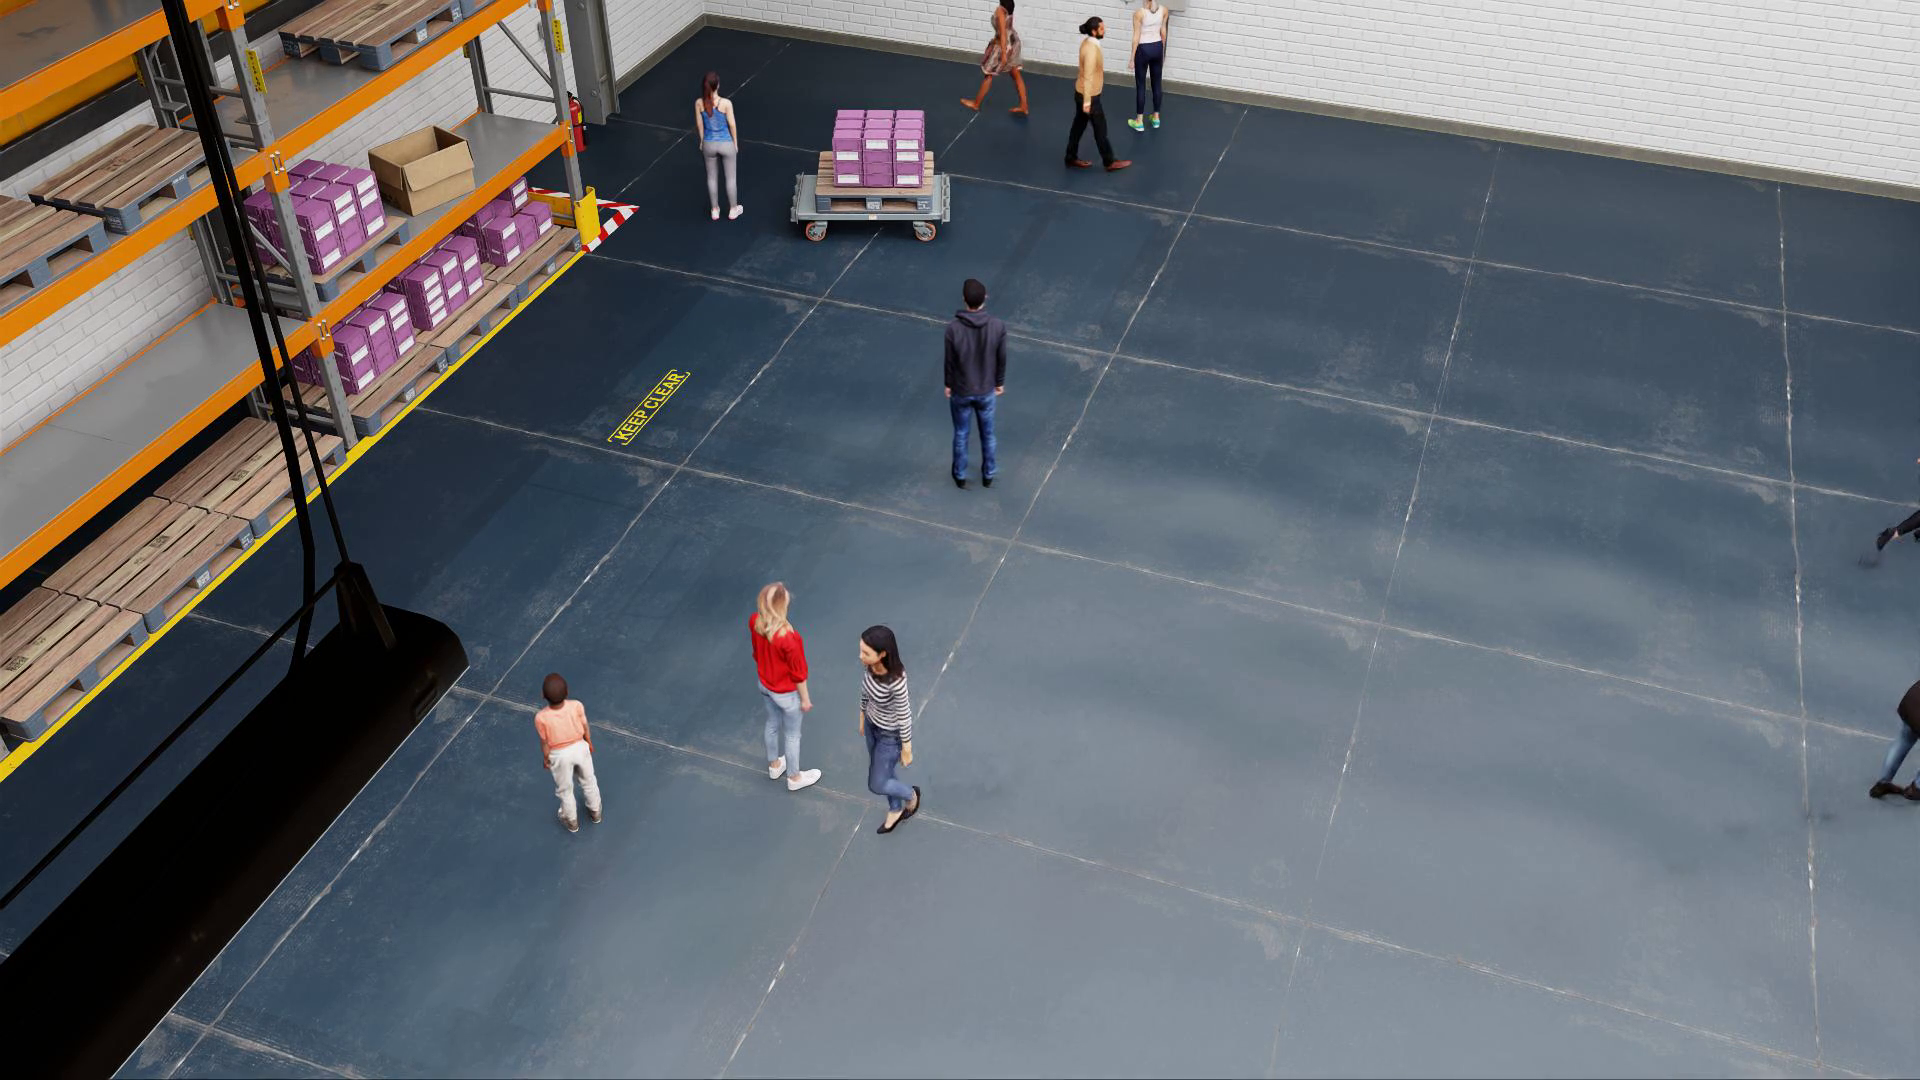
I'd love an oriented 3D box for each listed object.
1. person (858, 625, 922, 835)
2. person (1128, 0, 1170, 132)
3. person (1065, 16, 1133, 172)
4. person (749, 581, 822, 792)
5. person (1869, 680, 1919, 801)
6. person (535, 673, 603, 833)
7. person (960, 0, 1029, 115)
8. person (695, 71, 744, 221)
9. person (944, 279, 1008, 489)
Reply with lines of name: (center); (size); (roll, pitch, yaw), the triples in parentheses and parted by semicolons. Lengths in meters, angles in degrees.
person: (-0.387, 1.208, 10.529); (0.835, 1.776, 0.777); (-22, 44, -25)
person: (2.160, -5.544, 19.044); (0.685, 1.701, 0.729); (-13, 41, -16)
person: (1.328, -4.846, 18.144); (0.942, 1.734, 1.011); (0, 39, 0)
person: (-1.174, 0.959, 10.898); (0.679, 1.706, 0.642); (30, 47, 32)
person: (6.258, 1.104, 10.781); (0.828, 1.624, 0.764); (-12, 40, -15)
person: (-2.524, 1.362, 10.711); (0.558, 1.310, 0.622); (-18, 42, -21)
person: (0.606, -5.686, 19.300); (0.712, 1.605, 0.961); (11, 40, 14)
person: (-2.518, -4.107, 17.319); (0.621, 1.610, 0.623); (3, 39, 3)
person: (0.107, -1.245, 13.511); (0.754, 1.888, 0.762); (-7, 39, -9)
